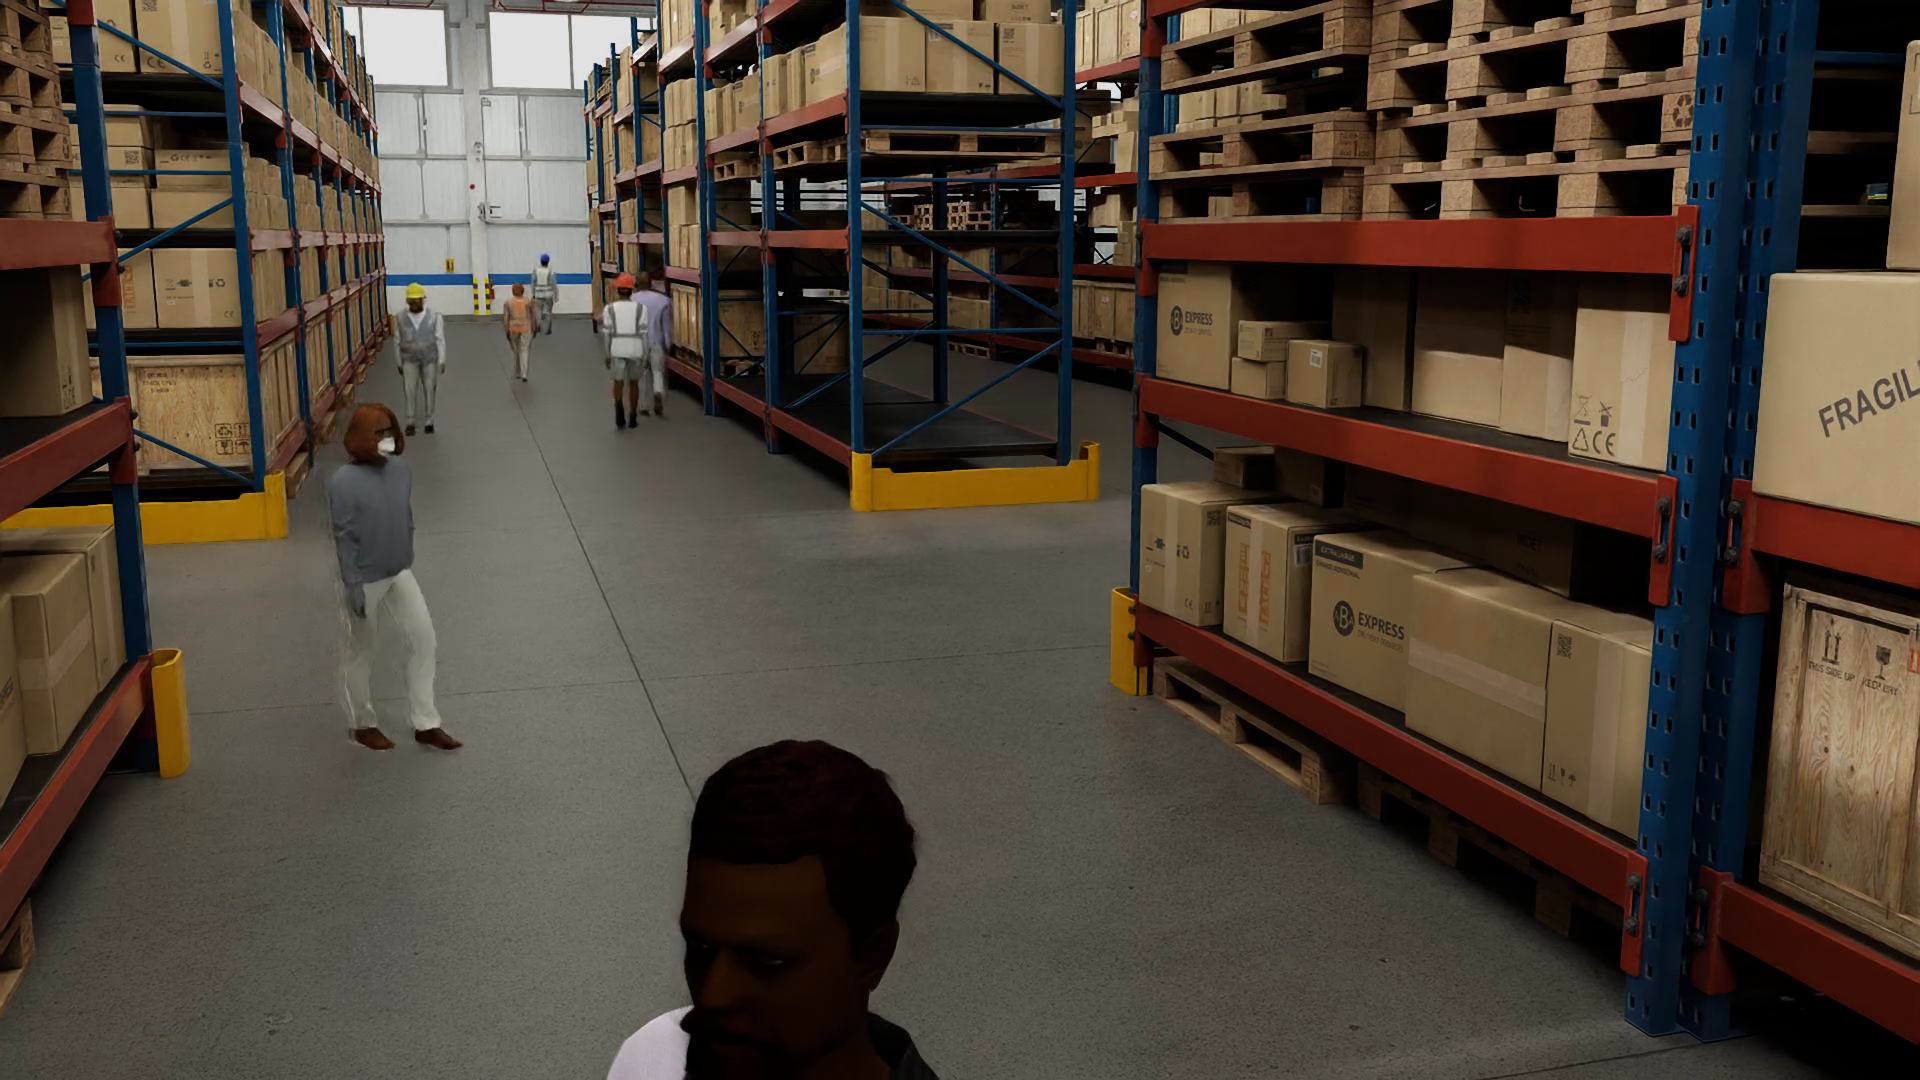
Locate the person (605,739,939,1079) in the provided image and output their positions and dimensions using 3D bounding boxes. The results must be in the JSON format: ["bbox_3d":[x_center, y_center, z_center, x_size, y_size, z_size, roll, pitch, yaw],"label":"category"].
[{"bbox_3d":[-0.137,1.114,1.597,0.593,1.922,0.391,9,14,40],"label":"person"}]

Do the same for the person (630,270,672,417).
[{"bbox_3d":[-4.060,-2.540,21.618,0.641,1.925,0.659,-3,11,-14],"label":"person"}]

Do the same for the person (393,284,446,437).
[{"bbox_3d":[-6.387,-2.116,19.657,0.595,1.792,0.890,-2,11,-13],"label":"person"}]

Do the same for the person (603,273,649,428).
[{"bbox_3d":[-4.076,-2.297,20.316,0.550,1.916,0.670,-2,10,-9],"label":"person"}]

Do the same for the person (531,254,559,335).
[{"bbox_3d":[-9.986,-5.910,40.061,0.651,1.934,0.439,1,10,5],"label":"person"}]

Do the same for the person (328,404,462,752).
[{"bbox_3d":[-2.551,0.193,7.482,0.686,1.603,0.517,5,12,28],"label":"person"}]

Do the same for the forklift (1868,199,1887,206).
[{"bbox_3d":[11.338,-2.915,21.052,1.129,2.768,1.873,-3,11,-17],"label":"forklift"}]

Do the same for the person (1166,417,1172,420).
[{"bbox_3d":[2.540,-2.328,21.393,0.507,1.569,0.887,-4,11,-19],"label":"person"}]

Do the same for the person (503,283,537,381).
[{"bbox_3d":[-7.203,-3.403,27.271,0.509,1.598,0.875,-2,11,-12],"label":"person"}]

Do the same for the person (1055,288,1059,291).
[{"bbox_3d":[2.758,-7.451,48.939,0.663,1.790,0.980,8,13,37],"label":"person"}]
